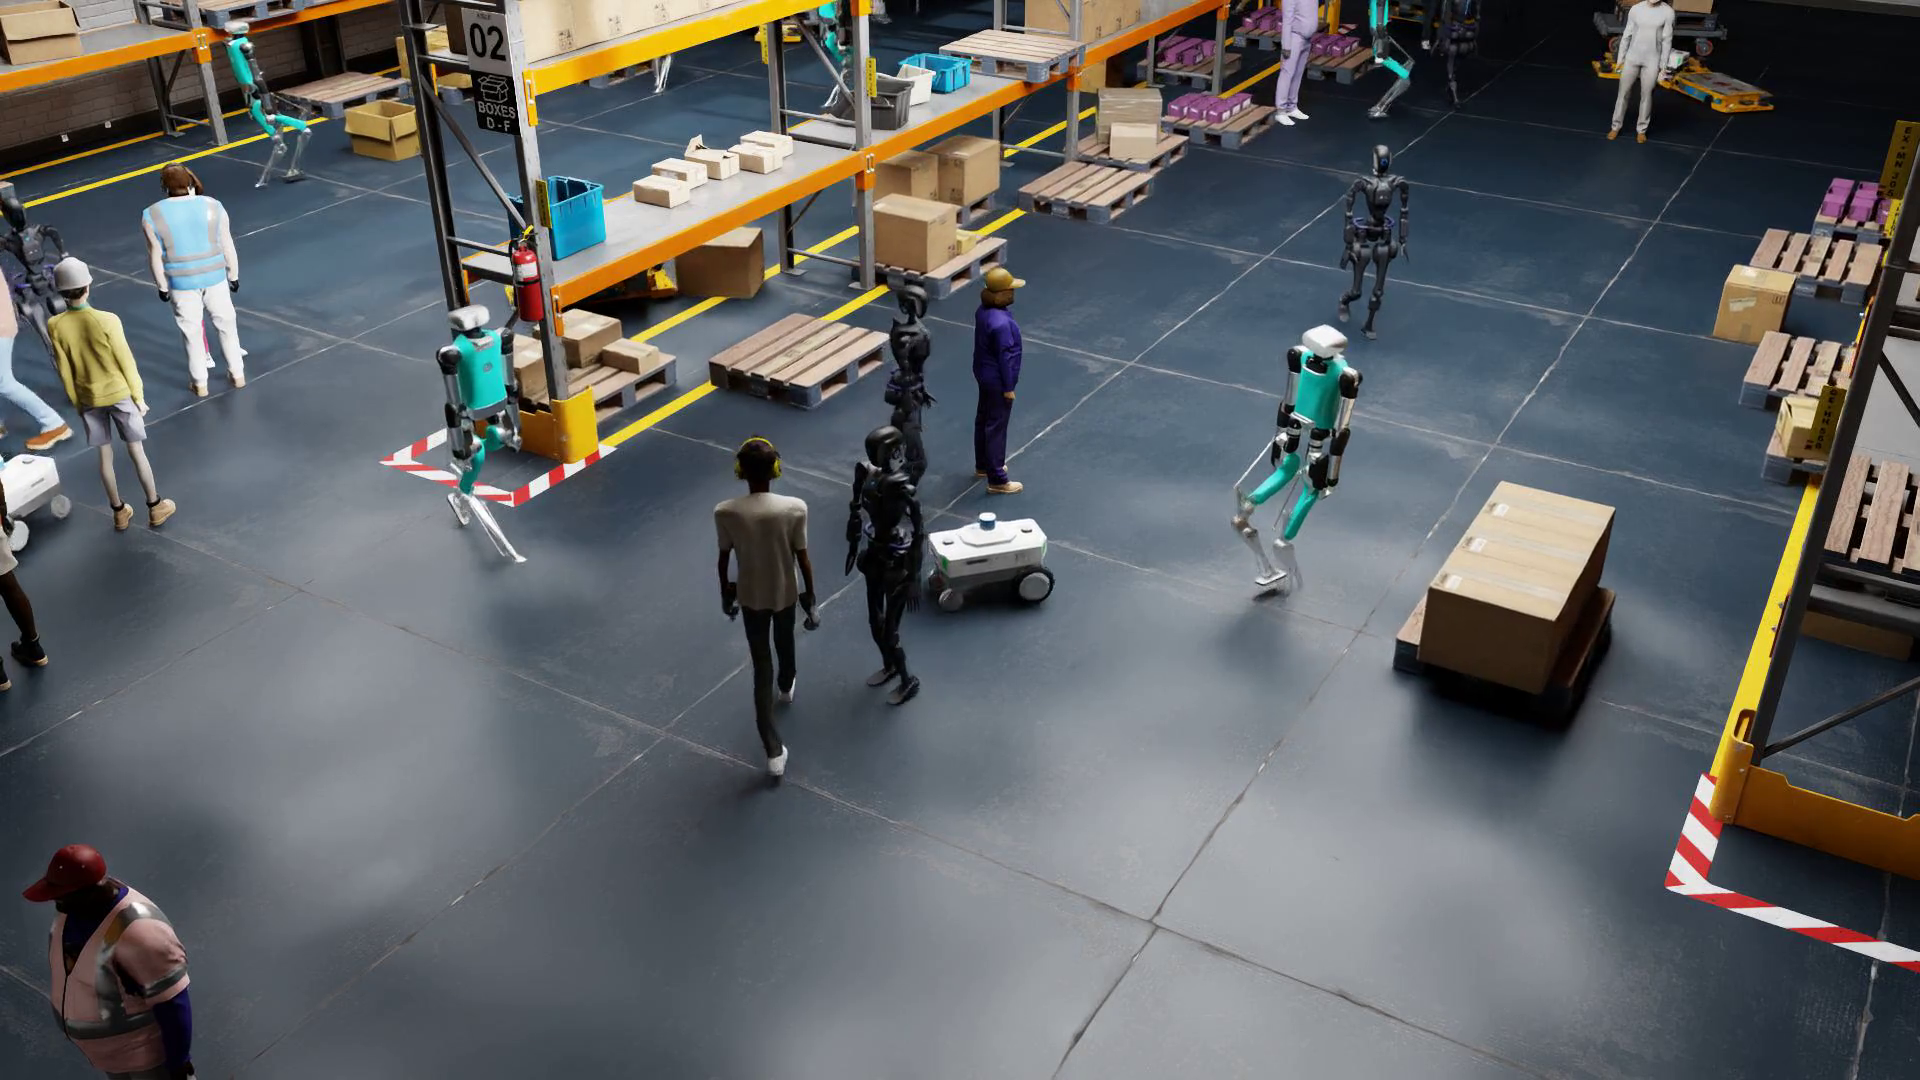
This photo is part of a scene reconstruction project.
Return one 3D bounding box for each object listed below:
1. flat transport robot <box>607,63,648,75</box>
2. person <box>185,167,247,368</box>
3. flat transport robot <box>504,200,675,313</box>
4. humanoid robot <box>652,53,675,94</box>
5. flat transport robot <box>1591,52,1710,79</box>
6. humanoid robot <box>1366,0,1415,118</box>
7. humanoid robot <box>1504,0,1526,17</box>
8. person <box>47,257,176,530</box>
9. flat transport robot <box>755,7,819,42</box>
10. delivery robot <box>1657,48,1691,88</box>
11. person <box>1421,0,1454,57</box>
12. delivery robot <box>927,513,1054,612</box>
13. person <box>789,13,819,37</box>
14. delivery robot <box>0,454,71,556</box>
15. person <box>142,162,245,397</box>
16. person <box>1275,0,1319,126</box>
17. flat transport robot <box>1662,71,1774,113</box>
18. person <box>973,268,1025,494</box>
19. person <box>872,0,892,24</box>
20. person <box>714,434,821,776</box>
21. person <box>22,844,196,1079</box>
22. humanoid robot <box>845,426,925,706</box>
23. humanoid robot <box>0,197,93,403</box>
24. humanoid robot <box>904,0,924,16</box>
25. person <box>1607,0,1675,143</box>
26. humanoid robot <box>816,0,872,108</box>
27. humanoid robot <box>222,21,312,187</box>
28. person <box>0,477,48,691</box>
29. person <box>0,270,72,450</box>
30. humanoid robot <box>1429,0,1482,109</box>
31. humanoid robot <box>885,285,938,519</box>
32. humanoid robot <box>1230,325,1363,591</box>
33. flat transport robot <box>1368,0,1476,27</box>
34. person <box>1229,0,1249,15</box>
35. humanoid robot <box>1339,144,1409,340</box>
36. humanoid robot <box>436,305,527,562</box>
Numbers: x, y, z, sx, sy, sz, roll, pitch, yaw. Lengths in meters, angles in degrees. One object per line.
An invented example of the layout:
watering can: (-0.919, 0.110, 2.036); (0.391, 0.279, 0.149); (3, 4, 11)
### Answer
flat transport robot: (-4.919, -6.250, 21.998); (1.431, 0.231, 0.659); (-22, 36, -34)
person: (-6.148, -2.223, 13.483); (0.281, 1.634, 0.498); (21, 36, 33)
flat transport robot: (-3.351, -2.302, 15.014); (1.431, 0.231, 0.659); (-11, 31, -18)
humanoid robot: (-3.812, -6.630, 21.177); (0.572, 1.773, 0.845); (8, 30, 14)
flat transport robot: (9.149, -6.242, 21.984); (1.431, 0.231, 0.659); (5, 30, 8)
humanoid robot: (5.132, -5.853, 19.670); (0.736, 1.675, 0.533); (3, 30, 5)
humanoid robot: (8.417, -8.629, 24.810); (0.606, 1.617, 0.632); (8, 30, 14)
person: (-5.627, -0.941, 10.962); (0.472, 1.891, 0.385); (-6, 30, -10)
flat transport robot: (-2.556, -7.501, 24.211); (0.659, 0.231, 1.431); (1, 30, 2)
delivery robot: (9.106, -6.213, 21.645); (0.774, 0.599, 0.499); (24, 37, 36)
person: (6.635, -7.575, 22.800); (0.532, 1.810, 0.907); (-2, 30, -4)
delivery robot: (0.172, 0.109, 10.451); (0.777, 0.587, 0.499); (-9, 31, -15)
person: (-2.247, -8.015, 23.611); (0.580, 1.747, 0.343); (-18, 34, -29)
delivery robot: (-6.384, -0.271, 11.122); (0.499, 0.586, 0.783); (8, 30, 13)
person: (-5.927, -2.023, 12.935); (0.627, 1.838, 0.430); (-19, 34, -30)
person: (4.033, -5.921, 19.756); (0.402, 1.904, 0.642); (22, 36, 33)
flat transport robot: (9.526, -5.654, 20.943); (0.659, 0.231, 1.431); (-6, 30, -10)
person: (0.272, -1.112, 11.528); (0.335, 1.623, 0.464); (-9, 31, -15)
person: (-1.128, -8.575, 24.427); (0.477, 1.923, 0.602); (-21, 36, -32)
person: (-1.014, 0.297, 8.853); (0.524, 1.803, 1.016); (-3, 30, -6)
person: (-3.089, 1.835, 6.186); (0.621, 1.752, 0.420); (16, 33, 26)
humanoid robot: (-0.435, 0.123, 9.285); (0.371, 1.648, 0.609); (-26, 38, -38)
humanoid robot: (-7.104, -1.903, 12.919); (0.756, 1.616, 0.618); (25, 38, 37)
humanoid robot: (-0.755, -8.761, 25.011); (0.602, 1.649, 0.445); (1, 29, 1)
person: (7.819, -5.503, 19.040); (0.560, 1.888, 0.399); (14, 33, 24)
humanoid robot: (-1.317, -6.229, 20.482); (0.968, 1.764, 0.547); (-20, 35, -31)
humanoid robot: (-7.287, -4.617, 17.644); (0.542, 1.796, 0.835); (25, 38, 37)
person: (-5.609, -0.063, 9.330); (0.361, 1.963, 0.612); (13, 32, 21)
person: (-7.008, -1.530, 11.965); (0.690, 1.940, 0.649); (-22, 36, -33)
humanoid robot: (6.118, -6.171, 20.500); (0.615, 1.633, 0.793); (-8, 30, -13)
humanoid robot: (-0.330, -0.930, 11.168); (0.314, 1.653, 0.606); (4, 30, 7)
humanoid robot: (1.985, -0.380, 10.175); (0.759, 1.845, 0.551); (-20, 35, -31)
flat transport robot: (6.910, -7.882, 24.884); (0.659, 0.231, 1.431); (-26, 39, -38)
person: (4.559, -8.794, 25.050); (0.899, 1.686, 0.556); (-5, 30, -9)
humanoid robot: (3.476, -2.524, 13.983); (0.588, 1.647, 0.447); (-4, 30, -7)
humanoid robot: (-3.246, -0.740, 10.804); (1.012, 1.781, 0.530); (22, 36, 33)
